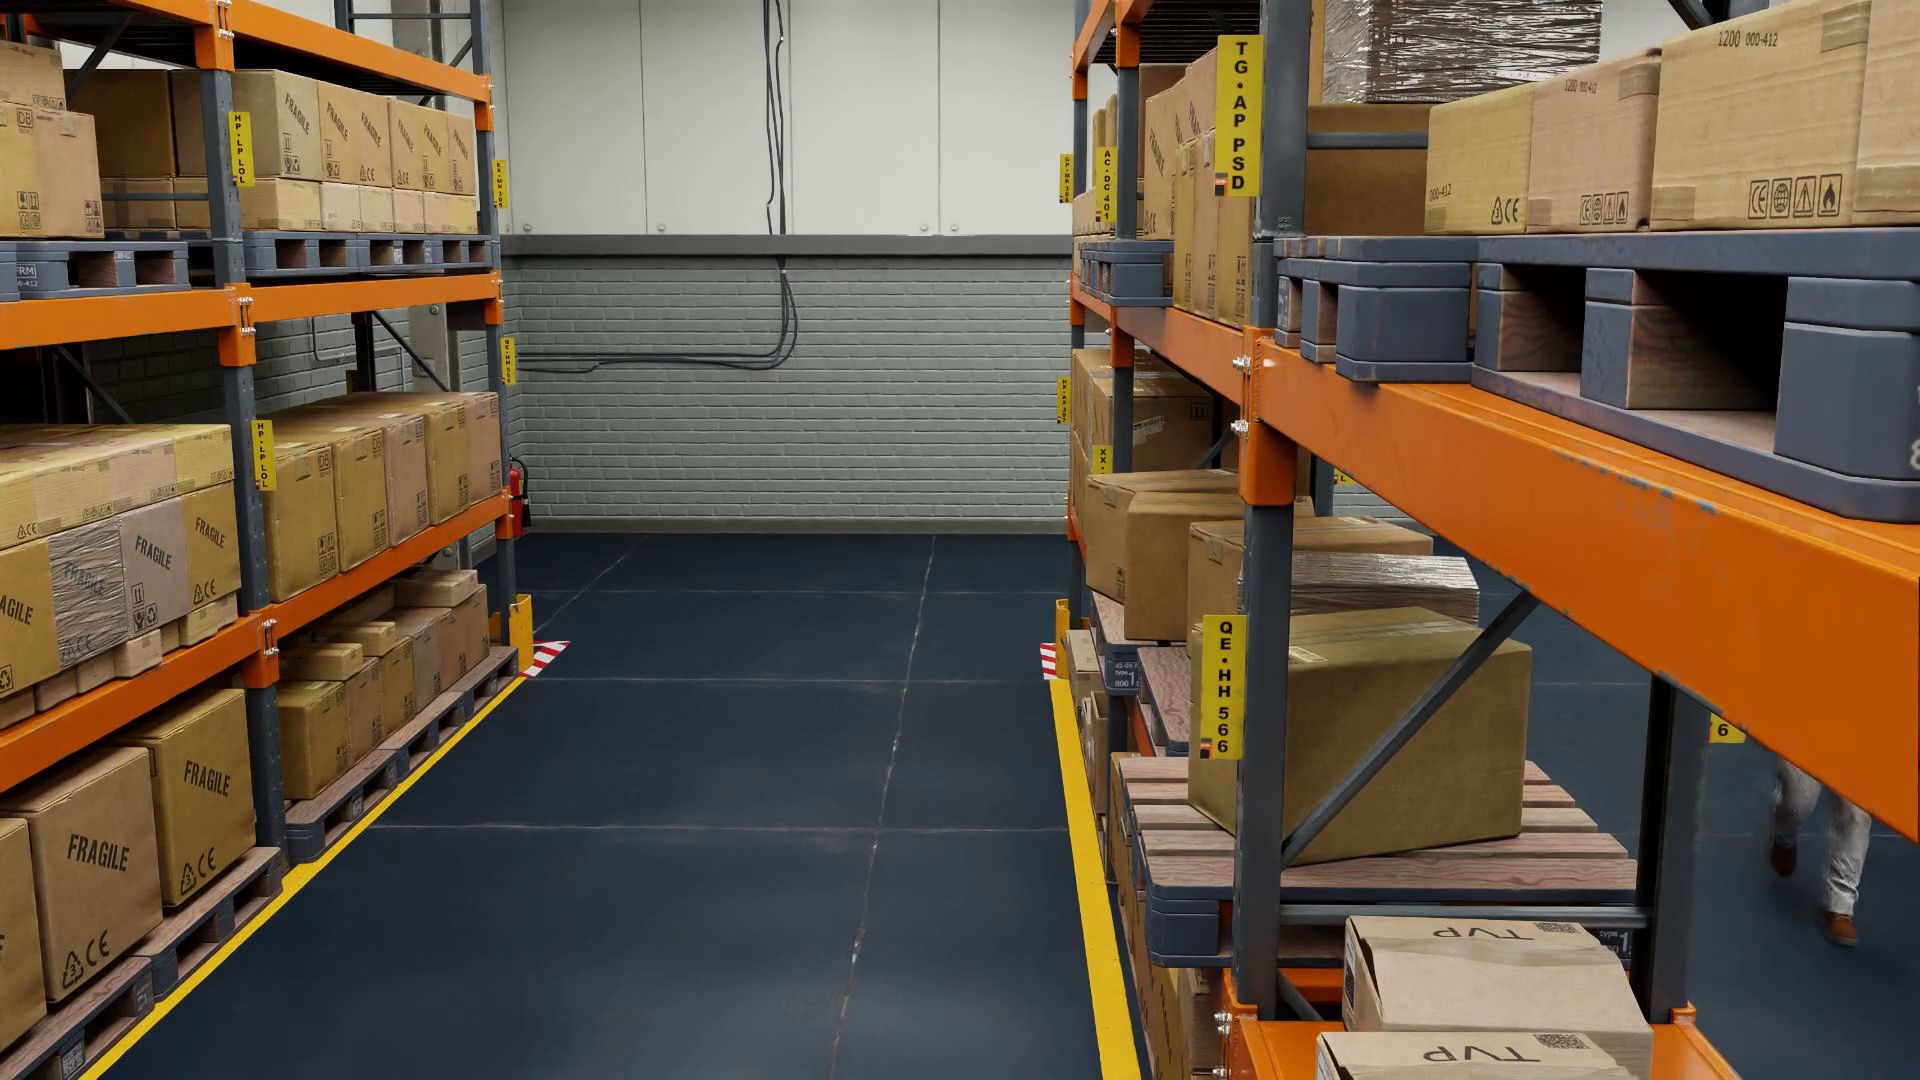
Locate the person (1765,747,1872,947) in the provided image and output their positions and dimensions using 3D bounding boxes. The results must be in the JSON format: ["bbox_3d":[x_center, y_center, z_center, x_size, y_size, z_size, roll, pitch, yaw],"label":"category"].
[{"bbox_3d":[3.890,0.773,7.411,0.627,1.914,0.757,3,10,16],"label":"person"}]
